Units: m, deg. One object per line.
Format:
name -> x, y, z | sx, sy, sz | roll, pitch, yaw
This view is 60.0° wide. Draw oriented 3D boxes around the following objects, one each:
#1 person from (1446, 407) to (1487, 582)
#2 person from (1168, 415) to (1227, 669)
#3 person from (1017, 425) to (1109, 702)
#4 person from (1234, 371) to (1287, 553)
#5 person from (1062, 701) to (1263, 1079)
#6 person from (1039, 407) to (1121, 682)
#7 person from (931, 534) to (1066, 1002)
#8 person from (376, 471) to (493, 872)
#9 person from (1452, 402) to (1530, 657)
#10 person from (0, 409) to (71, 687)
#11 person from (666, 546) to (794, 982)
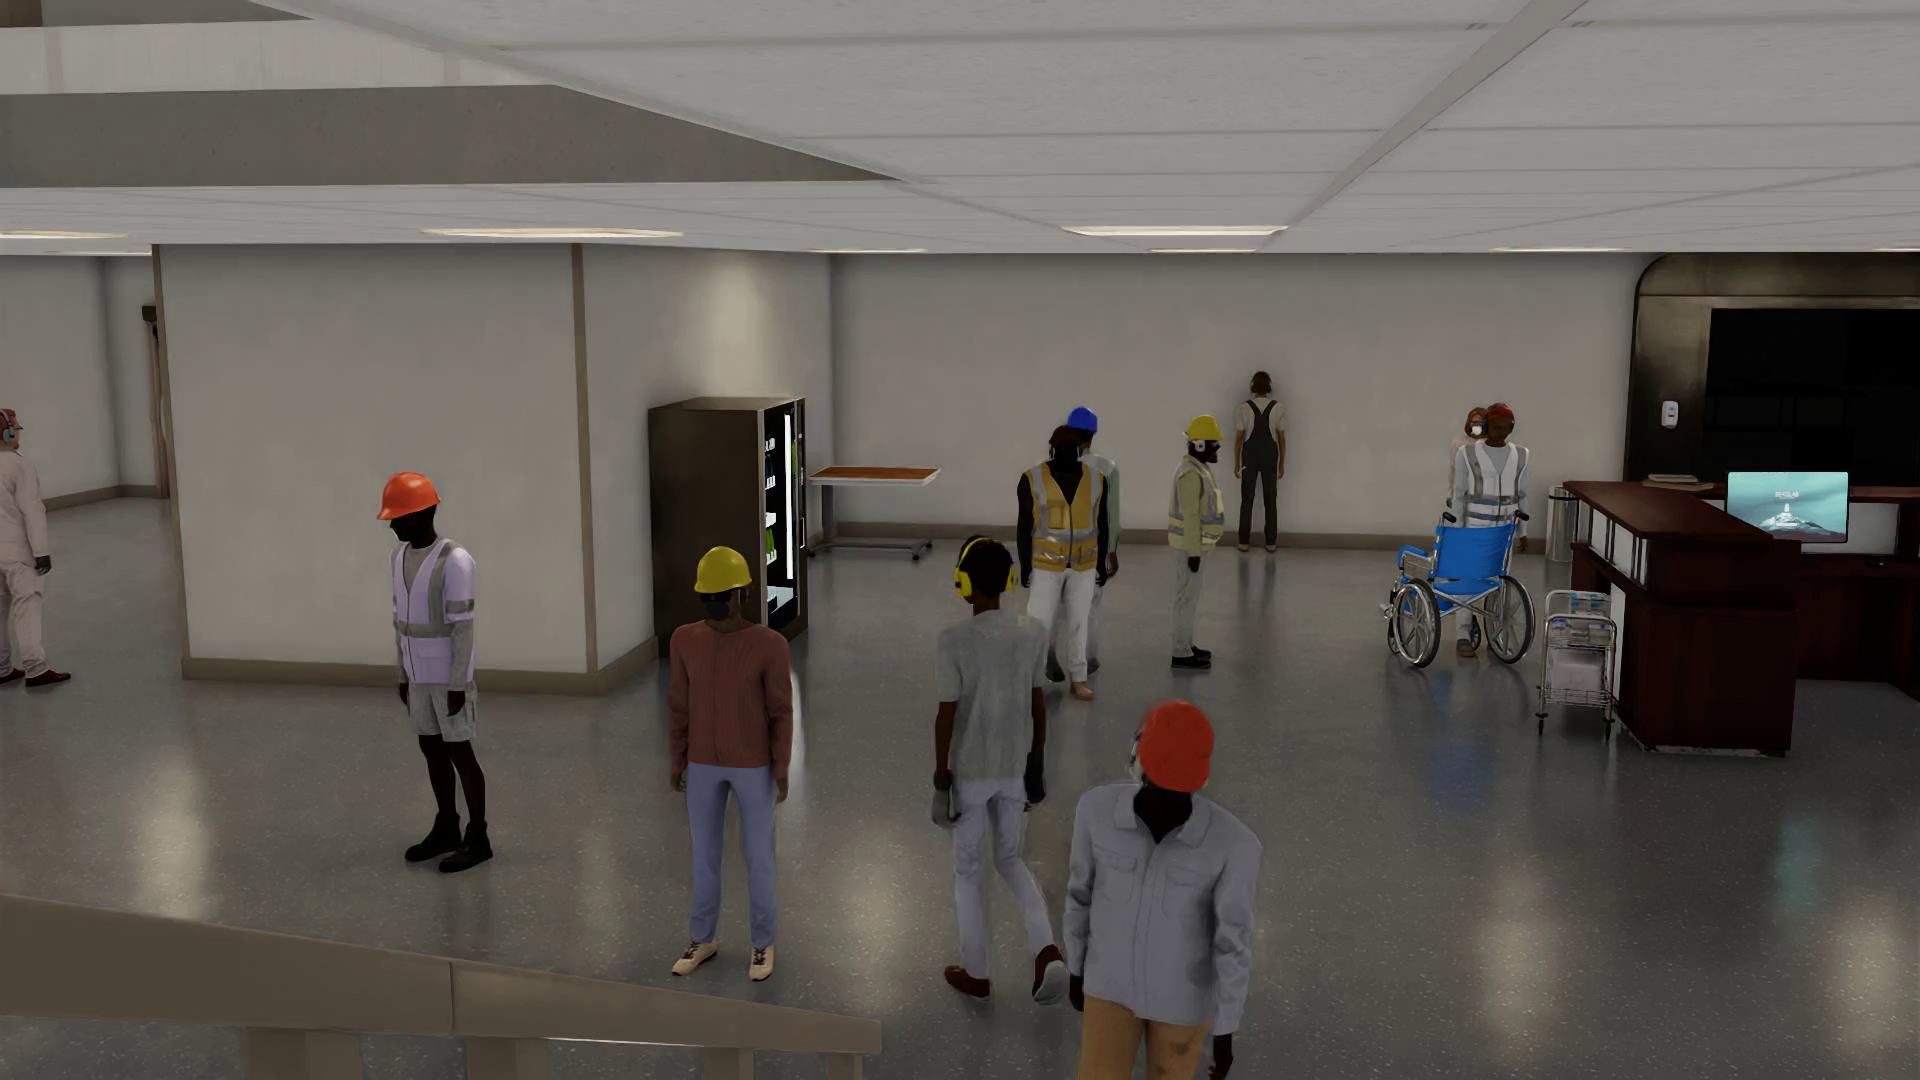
person -> 4.659, -0.391, 15.048 | 0.504, 1.627, 0.285 | 6, 11, 32
person -> 1.698, 0.012, 11.955 | 0.405, 1.823, 0.588 | 2, 9, 10
person -> 0.687, 0.158, 10.986 | 0.625, 1.843, 0.430 | -2, 9, -10
person -> 3.028, -0.783, 16.801 | 0.506, 1.838, 0.338 | 1, 9, 6
person -> 0.545, 1.254, 4.633 | 0.572, 1.706, 0.555 | 3, 10, 18
person -> 0.782, 0.041, 11.503 | 0.634, 1.911, 0.828 | 3, 10, 18
person -> 0.136, 0.906, 6.363 | 0.510, 1.854, 0.569 | -5, 11, -30
person -> -2.516, 0.625, 7.879 | 0.541, 1.921, 0.414 | 6, 11, 34
person -> 3.912, -0.074, 12.270 | 0.572, 1.887, 0.356 | -1, 9, -5
person -> -6.495, 0.056, 11.410 | 0.638, 1.909, 0.408 | 3, 10, 17
person -> -0.925, 0.895, 6.670 | 0.526, 1.769, 0.328 | 2, 9, 14
